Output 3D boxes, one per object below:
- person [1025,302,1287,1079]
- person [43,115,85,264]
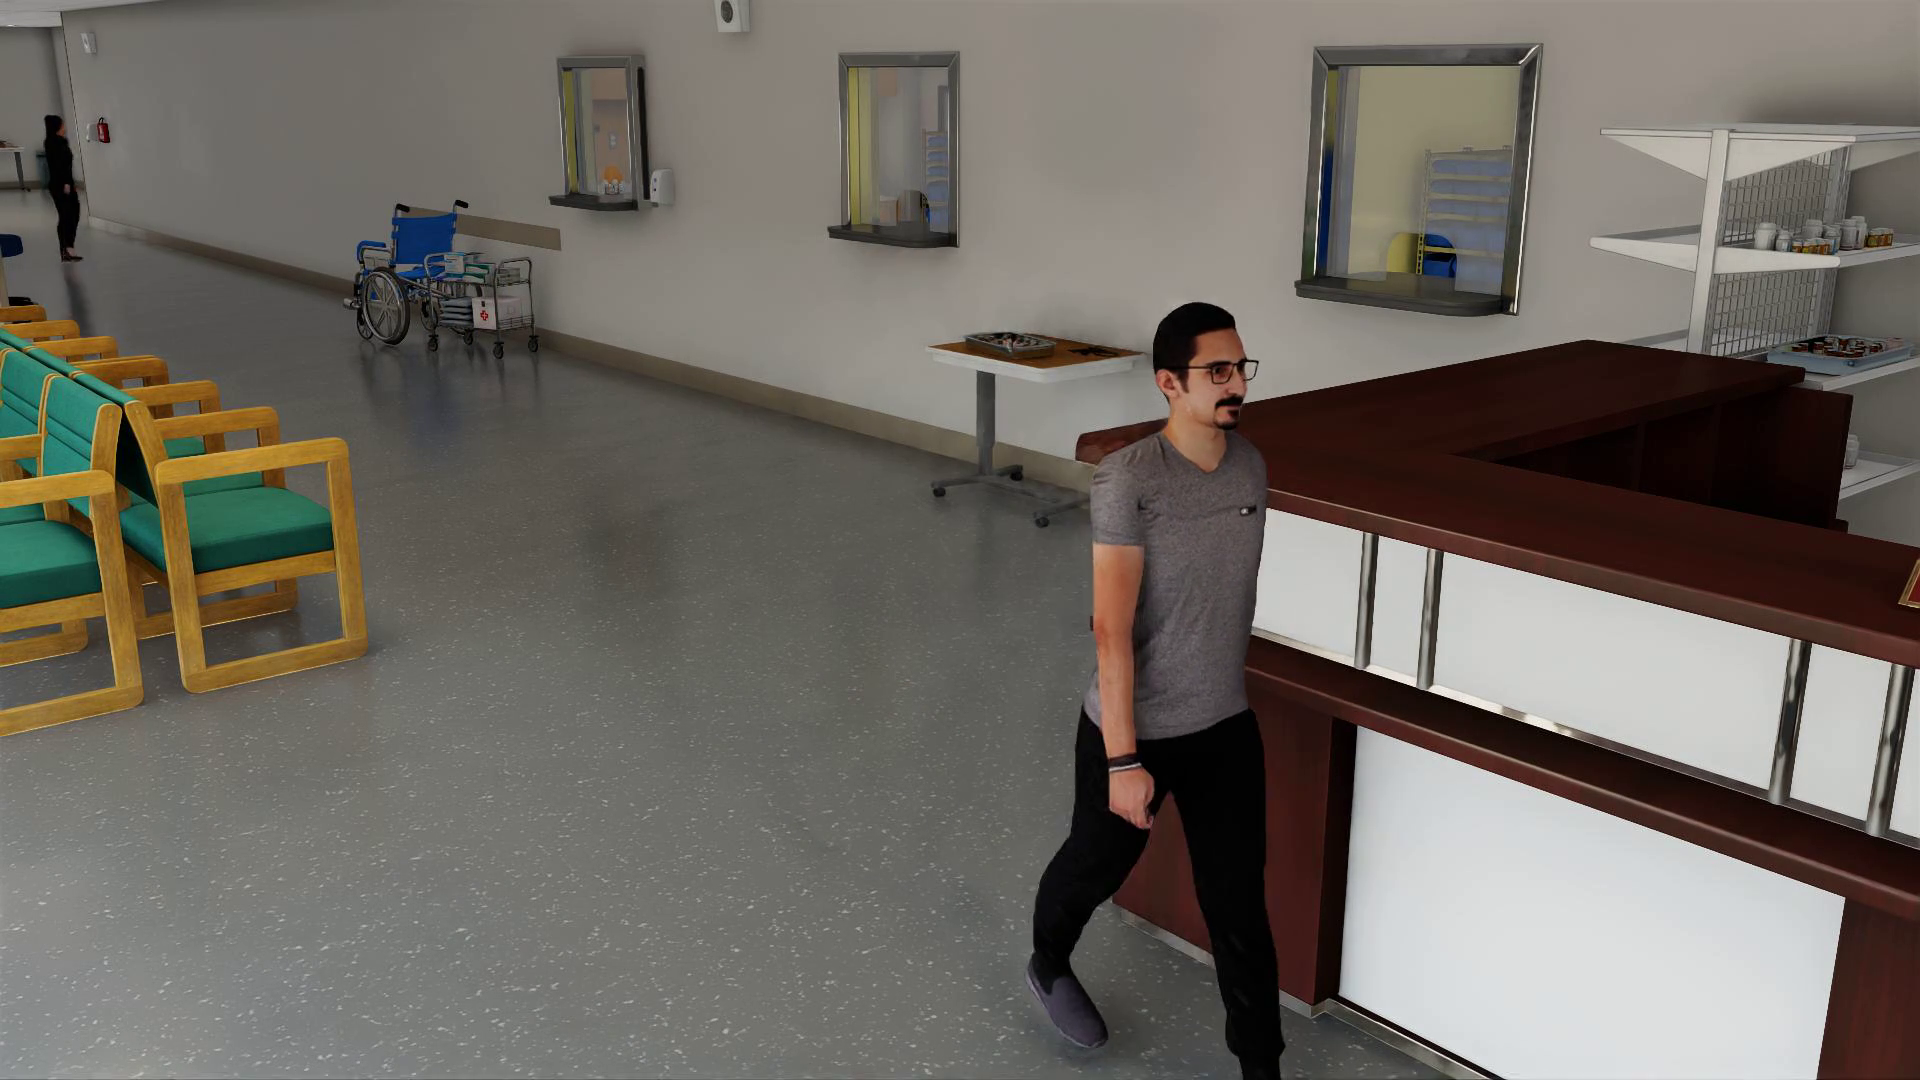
[{"bbox_3d":[0.382,0.379,3.526,1.130,1.712,0.802,-10,18,-31],"label":"person"},{"bbox_3d":[-10.465,-4.069,19.354,0.715,1.683,0.786,-15,21,-42],"label":"person"}]
